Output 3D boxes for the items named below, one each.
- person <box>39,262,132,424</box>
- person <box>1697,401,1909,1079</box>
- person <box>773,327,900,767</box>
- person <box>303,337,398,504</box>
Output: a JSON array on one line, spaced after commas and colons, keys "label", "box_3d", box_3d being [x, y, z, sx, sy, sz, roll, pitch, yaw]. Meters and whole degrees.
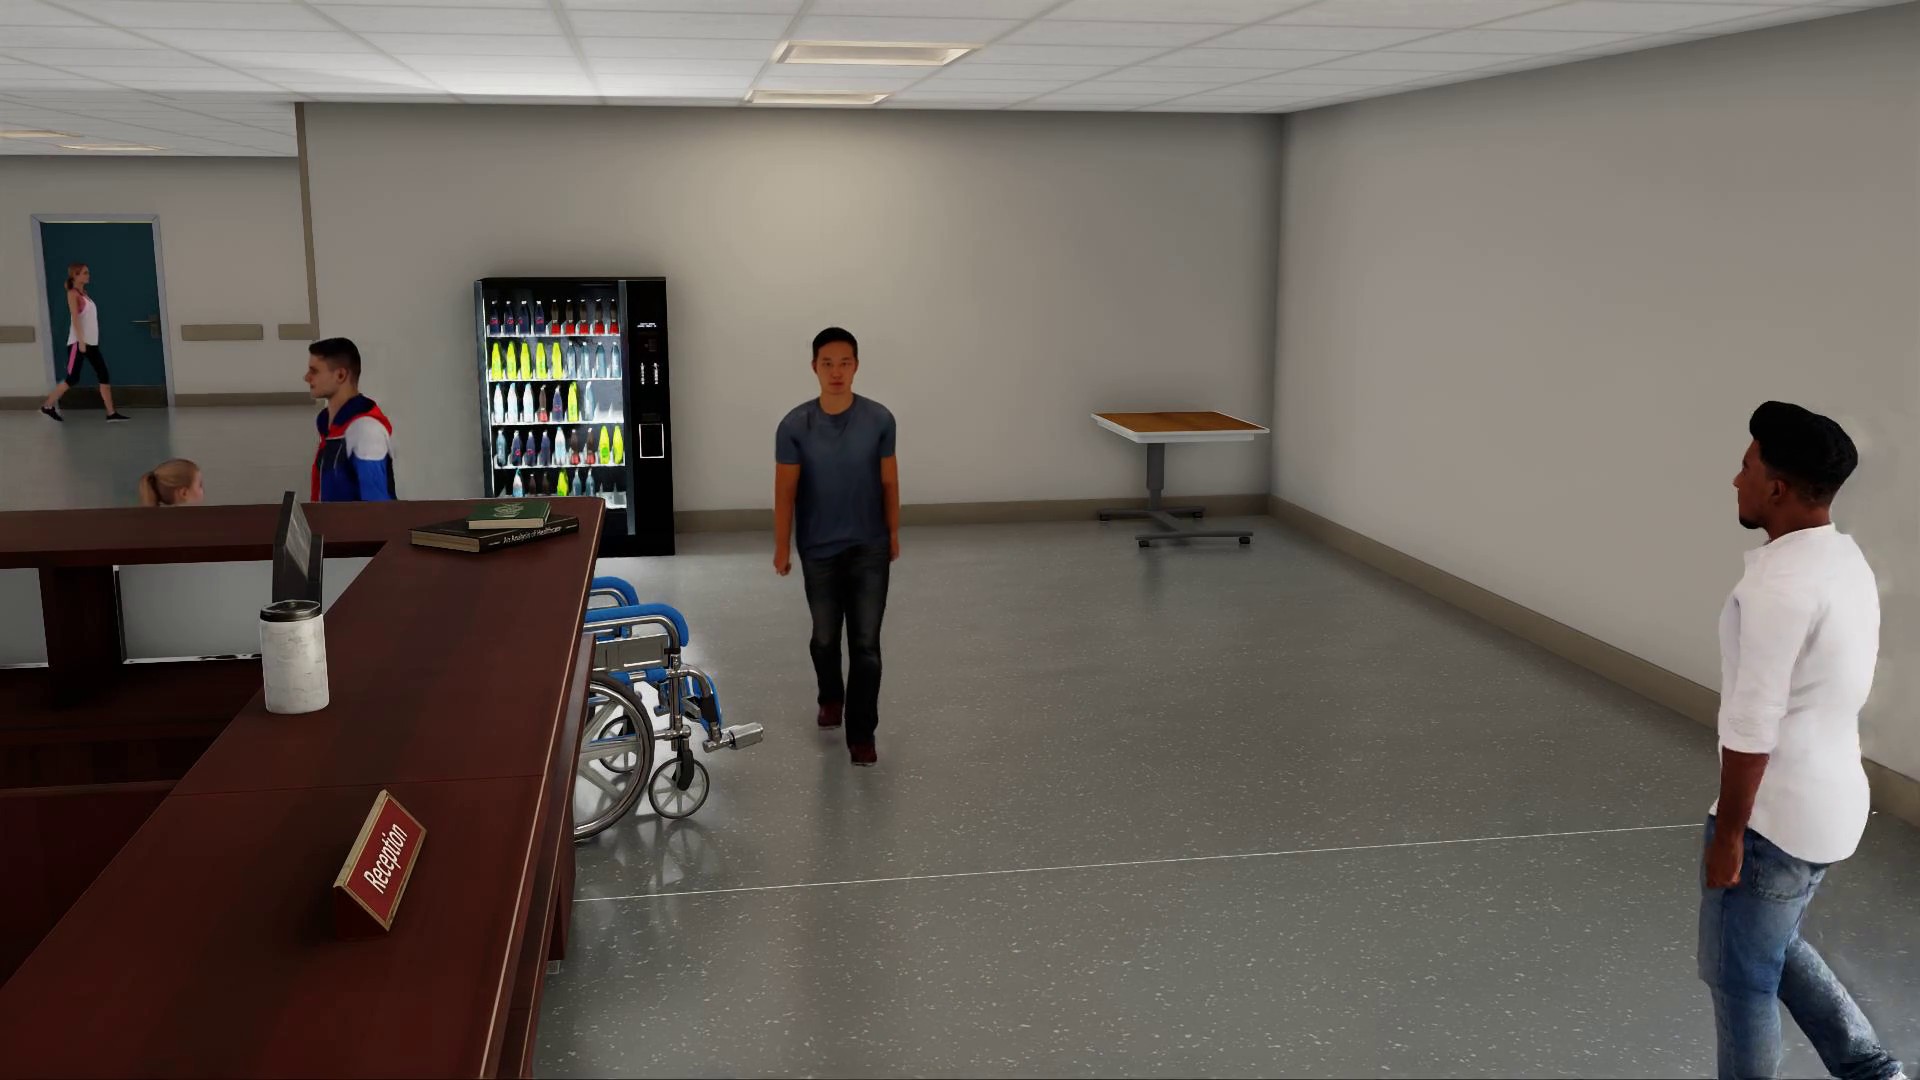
[{"label": "person", "box_3d": [-9.689, -2.111, 18.156, 1.153, 1.749, 0.667, -1, 11, -6]}, {"label": "person", "box_3d": [1.914, 0.607, 3.703, 0.923, 1.798, 0.882, 10, 15, 42]}, {"label": "person", "box_3d": [-0.488, 0.028, 6.905, 1.064, 1.743, 0.785, -1, 11, -6]}, {"label": "person", "box_3d": [-2.321, 0.083, 6.704, 1.227, 1.710, 0.908, -7, 13, -31]}]
